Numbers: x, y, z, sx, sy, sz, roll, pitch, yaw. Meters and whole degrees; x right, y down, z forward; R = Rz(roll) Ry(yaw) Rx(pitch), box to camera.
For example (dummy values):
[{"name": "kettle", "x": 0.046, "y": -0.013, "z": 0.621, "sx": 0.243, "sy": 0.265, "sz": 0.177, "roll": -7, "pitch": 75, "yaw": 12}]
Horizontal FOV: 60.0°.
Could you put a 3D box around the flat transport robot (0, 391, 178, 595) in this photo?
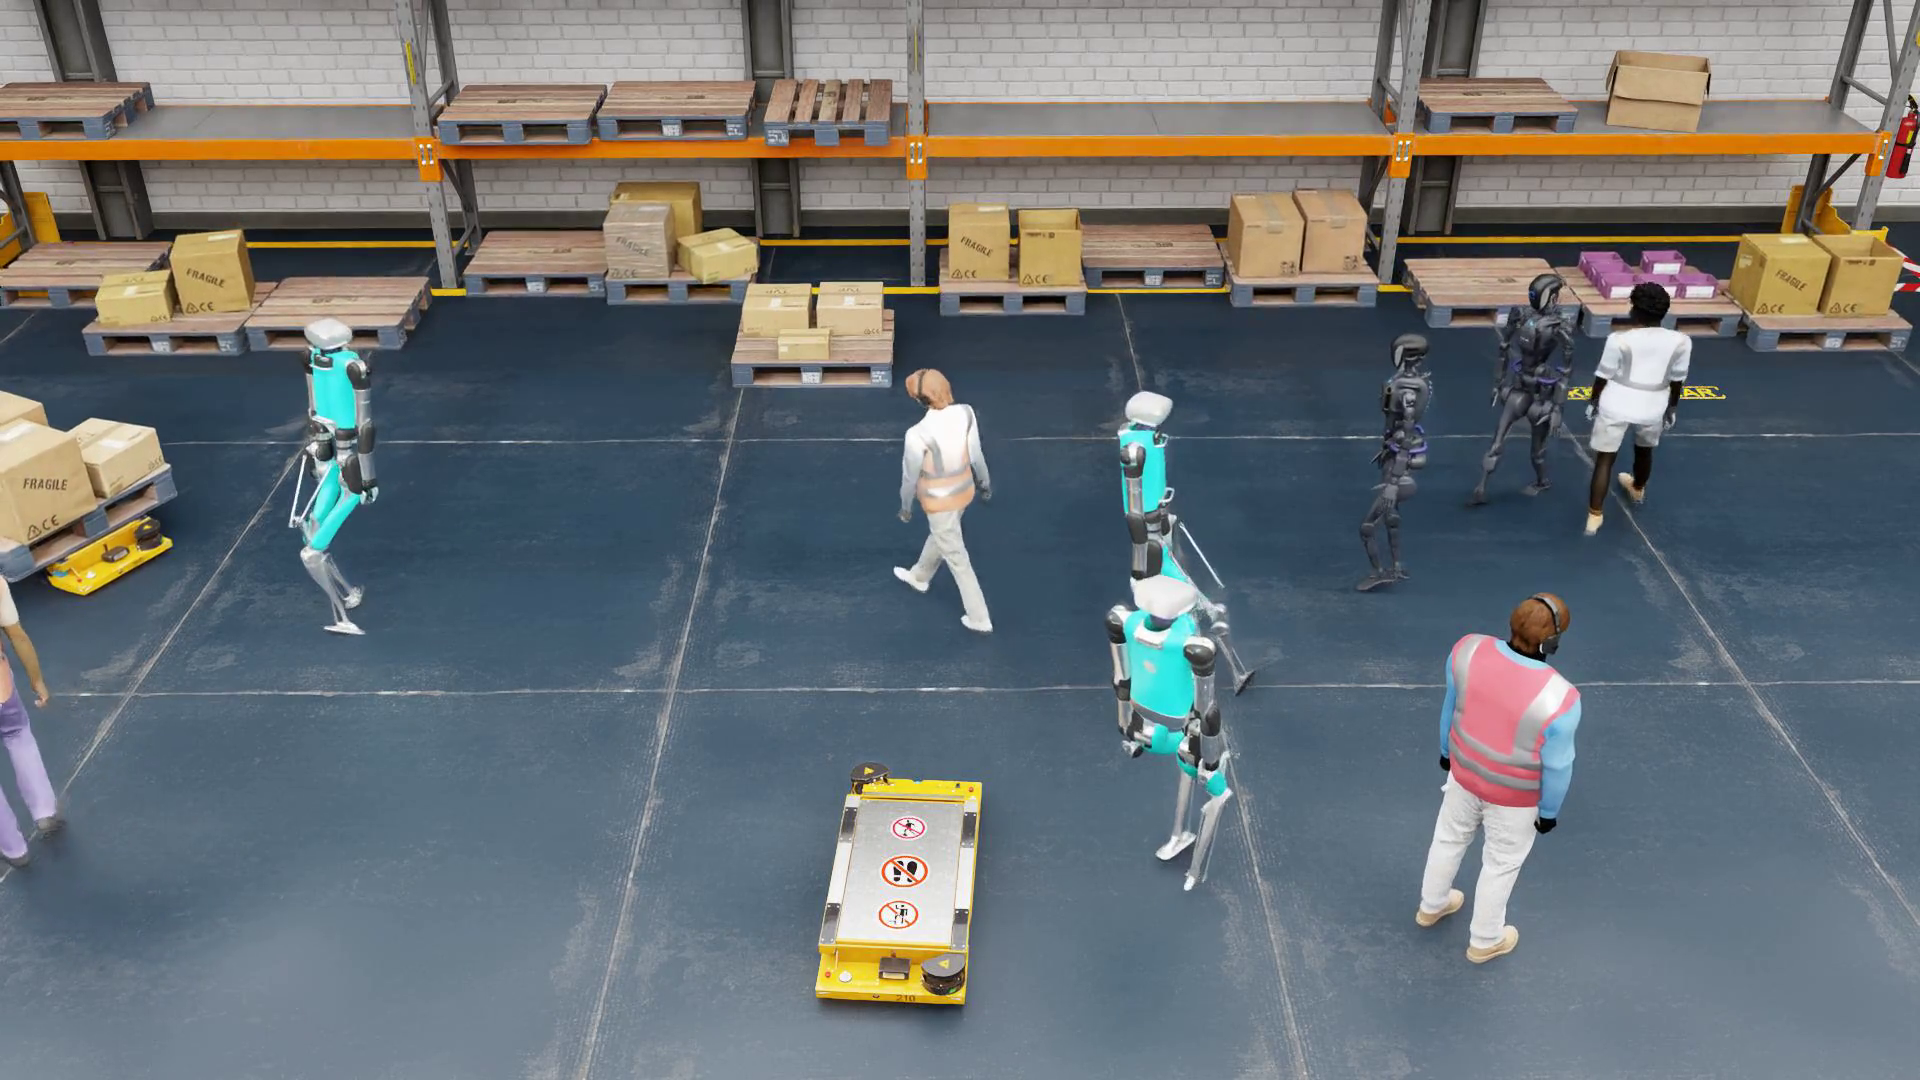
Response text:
[{"name": "flat transport robot", "x": -5.739, "y": -0.041, "z": 10.479, "sx": 1.431, "sy": 0.231, "sz": 0.659, "roll": 15, "pitch": 34, "yaw": 23}]

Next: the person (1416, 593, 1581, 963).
[{"name": "person", "x": 2.341, "y": 1.021, "z": 7.200, "sx": 0.431, "sy": 1.835, "sz": 0.628, "roll": -23, "pitch": 38, "yaw": -33}]

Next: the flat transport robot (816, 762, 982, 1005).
[{"name": "flat transport robot", "x": -0.258, "y": 1.576, "z": 7.787, "sx": 0.659, "sy": 0.231, "sz": 1.431, "roll": 2, "pitch": 31, "yaw": 3}]

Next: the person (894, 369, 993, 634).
[{"name": "person", "x": -0.092, "y": -0.250, "z": 9.535, "sx": 0.862, "sy": 1.582, "sz": 0.555, "roll": 25, "pitch": 39, "yaw": 35}]

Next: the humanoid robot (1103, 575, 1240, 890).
[{"name": "humanoid robot", "x": 1.036, "y": 0.849, "z": 7.600, "sx": 0.543, "sy": 1.796, "sz": 0.814, "roll": 22, "pitch": 37, "yaw": 32}]

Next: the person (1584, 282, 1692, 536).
[{"name": "person", "x": 4.239, "y": -0.878, "z": 10.529, "sx": 0.572, "sy": 1.649, "sz": 0.664, "roll": 2, "pitch": 31, "yaw": 4}]

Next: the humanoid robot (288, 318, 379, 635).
[{"name": "humanoid robot", "x": -3.675, "y": -0.305, "z": 9.503, "sx": 0.597, "sy": 1.778, "sz": 0.866, "roll": 19, "pitch": 36, "yaw": 29}]

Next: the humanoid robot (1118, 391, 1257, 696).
[{"name": "humanoid robot", "x": 1.261, "y": 0.105, "z": 8.840, "sx": 0.919, "sy": 1.812, "sz": 0.555, "roll": 9, "pitch": 32, "yaw": 15}]

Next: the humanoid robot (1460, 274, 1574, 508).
[{"name": "humanoid robot", "x": 3.666, "y": -0.941, "z": 10.664, "sx": 0.757, "sy": 1.632, "sz": 0.589, "roll": -20, "pitch": 36, "yaw": -29}]

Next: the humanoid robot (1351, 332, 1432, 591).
[{"name": "humanoid robot", "x": 2.568, "y": -0.464, "z": 9.820, "sx": 0.455, "sy": 1.642, "sz": 0.605, "roll": 3, "pitch": 31, "yaw": 5}]

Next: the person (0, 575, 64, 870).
[{"name": "person", "x": -4.570, "y": 0.723, "z": 7.693, "sx": 0.584, "sy": 1.818, "sz": 0.468, "roll": -24, "pitch": 38, "yaw": -34}]
